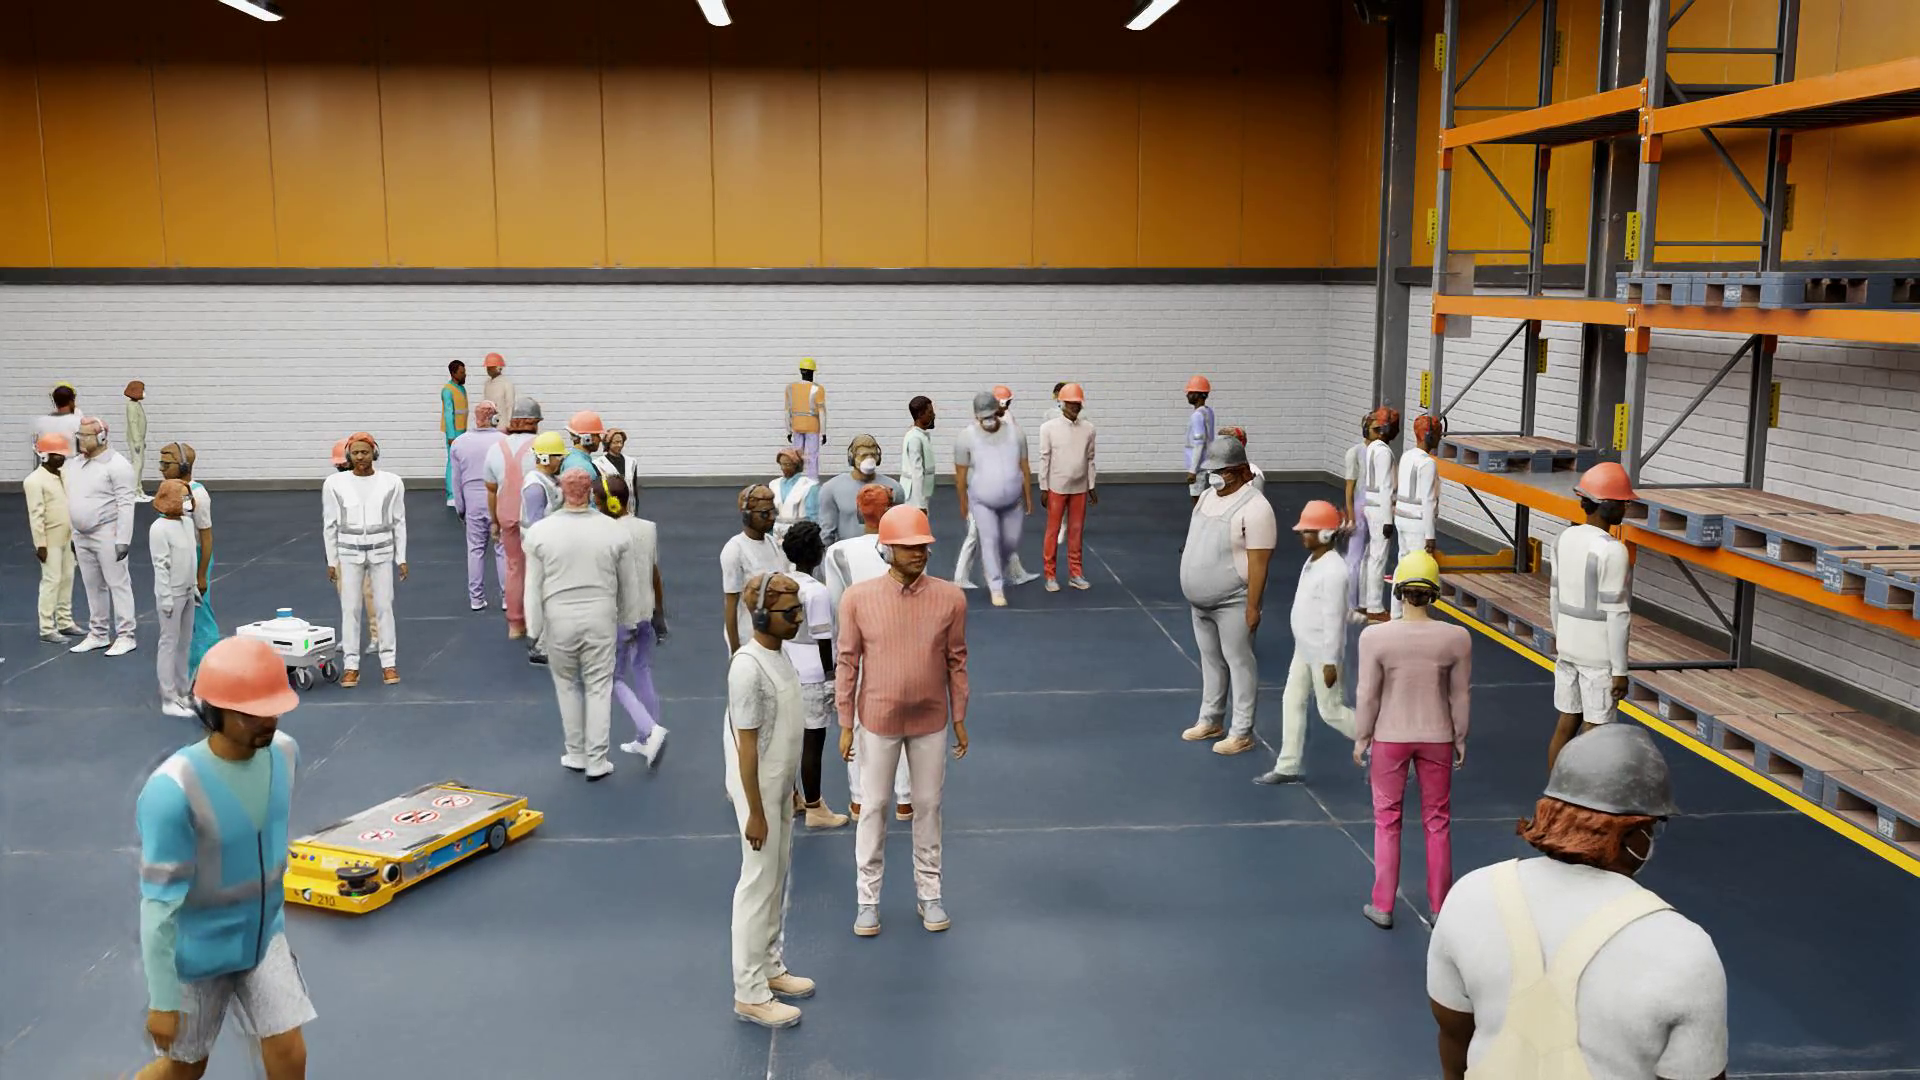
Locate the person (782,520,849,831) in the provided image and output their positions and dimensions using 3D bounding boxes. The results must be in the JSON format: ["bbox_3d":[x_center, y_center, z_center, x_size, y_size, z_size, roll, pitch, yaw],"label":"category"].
[{"bbox_3d":[-0.835,0.735,9.114,0.318,1.700,0.535,-6,11,-34],"label":"person"}]

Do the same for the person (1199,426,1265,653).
[{"bbox_3d":[2.183,0.022,13.131,0.387,1.845,0.565,-5,10,-29],"label":"person"}]

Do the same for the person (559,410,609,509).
[{"bbox_3d":[-2.897,-0.009,12.882,0.406,1.987,0.615,-4,10,-23],"label":"person"}]

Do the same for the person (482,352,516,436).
[{"bbox_3d":[-6.245,-1.538,22.465,0.623,1.990,0.403,8,12,41],"label":"person"}]

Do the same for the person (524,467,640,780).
[{"bbox_3d":[-2.285,0.498,10.013,0.692,1.898,0.490,-3,9,-17],"label":"person"}]

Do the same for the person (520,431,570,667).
[{"bbox_3d":[-3.202,0.066,12.941,0.404,1.824,0.591,0,9,-1],"label":"person"}]

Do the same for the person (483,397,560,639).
[{"bbox_3d":[-3.565,-0.188,13.840,0.699,2.000,0.535,3,10,19],"label":"person"}]

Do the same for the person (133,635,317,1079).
[{"bbox_3d":[-2.389,1.233,5.190,1.028,1.979,0.624,4,10,24],"label":"person"}]

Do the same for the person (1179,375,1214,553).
[{"bbox_3d":[2.586,-0.820,18.119,0.344,1.942,0.549,3,10,19],"label":"person"}]

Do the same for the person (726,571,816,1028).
[{"bbox_3d":[-0.778,1.035,6.771,0.326,1.843,0.515,1,9,8],"label":"person"}]

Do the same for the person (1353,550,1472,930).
[{"bbox_3d":[2.087,0.925,7.711,0.531,1.767,0.328,0,9,3],"label":"person"}]

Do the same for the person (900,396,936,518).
[{"bbox_3d":[-0.387,-0.374,15.383,0.391,1.922,0.587,0,9,-2],"label":"person"}]

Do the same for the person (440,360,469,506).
[{"bbox_3d":[-6.639,-1.411,21.900,0.371,1.916,0.597,0,9,2],"label":"person"}]

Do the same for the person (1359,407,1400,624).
[{"bbox_3d":[3.664,-0.215,14.492,0.344,1.885,0.584,0,9,0],"label":"person"}]

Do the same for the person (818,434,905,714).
[{"bbox_3d":[-0.673,0.230,11.531,0.627,1.940,0.371,-3,10,-19],"label":"person"}]

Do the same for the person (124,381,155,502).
[{"bbox_3d":[-10.974,-1.313,22.209,0.279,1.624,0.494,-3,10,-20],"label":"person"}]

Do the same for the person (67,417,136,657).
[{"bbox_3d":[-6.869,-0.031,13.260,0.642,1.913,0.410,4,10,23],"label":"person"}]

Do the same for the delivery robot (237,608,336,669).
[{"bbox_3d":[-4.986,0.749,12.312,0.707,0.478,0.477,4,10,21],"label":"delivery robot"}]

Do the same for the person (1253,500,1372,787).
[{"bbox_3d":[2.172,0.620,9.759,0.773,1.728,0.570,-1,9,-3],"label":"person"}]

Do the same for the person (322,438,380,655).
[{"bbox_3d":[-4.849,0.053,13.268,0.560,1.743,0.354,3,10,20],"label":"person"}]

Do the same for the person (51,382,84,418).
[{"bbox_3d":[-10.676,-1.018,19.947,0.524,1.761,0.339,6,11,33],"label":"person"}]

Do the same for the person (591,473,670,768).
[{"bbox_3d":[-1.985,0.499,10.183,0.625,1.840,0.566,7,12,38],"label":"person"}]

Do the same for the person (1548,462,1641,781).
[{"bbox_3d":[3.382,0.602,8.872,0.378,2.044,0.608,-2,9,-12],"label":"person"}]

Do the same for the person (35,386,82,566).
[{"bbox_3d":[-9.279,-0.676,17.440,0.601,1.870,0.998,2,9,11],"label":"person"}]

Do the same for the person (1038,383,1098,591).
[{"bbox_3d":[1.040,-0.507,15.978,0.611,1.997,0.374,-4,10,-22],"label":"person"}]

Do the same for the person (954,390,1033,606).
[{"bbox_3d":[0.309,-0.435,15.388,0.725,2.000,0.731,-2,9,-14],"label":"person"}]

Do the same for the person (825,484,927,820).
[{"bbox_3d":[-0.455,0.626,9.224,0.575,1.881,0.362,1,9,5],"label":"person"}]

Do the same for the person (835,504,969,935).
[{"bbox_3d":[-0.258,0.821,7.634,0.623,1.995,0.381,-2,9,-10],"label":"person"}]

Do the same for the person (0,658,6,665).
[{"bbox_3d":[-7.620,0.243,12.453,0.774,1.604,0.550,-1,9,-6],"label":"person"}]

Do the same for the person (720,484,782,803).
[{"bbox_3d":[-1.172,0.594,9.538,0.342,1.845,0.506,4,10,24],"label":"person"}]

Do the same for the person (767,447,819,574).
[{"bbox_3d":[-1.391,0.054,13.621,0.550,1.634,0.388,6,11,35],"label":"person"}]

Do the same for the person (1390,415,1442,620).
[{"bbox_3d":[3.792,-0.096,13.797,0.355,1.876,0.573,-1,9,-6],"label":"person"}]

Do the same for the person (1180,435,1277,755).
[{"bbox_3d":[1.664,0.329,10.595,0.535,2.000,0.680,-5,10,-27],"label":"person"}]

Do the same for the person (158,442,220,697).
[{"bbox_3d":[-5.532,0.219,11.899,0.506,1.846,0.345,6,11,35],"label":"person"}]

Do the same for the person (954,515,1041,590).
[{"bbox_3d":[0.330,-0.304,15.955,0.838,1.594,0.525,2,9,12],"label":"person"}]

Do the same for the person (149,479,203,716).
[{"bbox_3d":[-5.397,0.387,11.500,0.285,1.634,0.499,0,9,1],"label":"person"}]

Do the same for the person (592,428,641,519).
[{"bbox_3d":[-3.148,-0.208,15.221,0.307,1.639,0.525,8,12,40],"label":"person"}]

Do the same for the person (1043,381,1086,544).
[{"bbox_3d":[1.164,-0.872,18.773,0.516,1.843,0.441,3,9,16],"label":"person"}]

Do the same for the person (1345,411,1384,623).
[{"bbox_3d":[3.580,-0.205,14.555,0.504,1.847,0.345,-6,11,-33],"label":"person"}]

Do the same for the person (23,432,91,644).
[{"bbox_3d":[-7.458,-0.025,13.749,0.348,1.742,0.574,0,9,-2],"label":"person"}]

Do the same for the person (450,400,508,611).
[{"bbox_3d":[-4.232,-0.306,15.001,0.651,1.906,0.403,1,9,6],"label":"person"}]

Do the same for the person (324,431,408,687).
[{"bbox_3d":[-4.376,0.141,12.267,0.573,1.883,0.353,-3,10,-19],"label":"person"}]

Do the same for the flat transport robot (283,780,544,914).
[{"bbox_3d":[-2.836,1.539,8.534,0.652,0.197,1.431,4,10,21],"label":"flat transport robot"}]

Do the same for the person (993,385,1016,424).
[{"bbox_3d":[0.492,-0.919,19.326,0.336,1.753,0.564,0,9,1],"label":"person"}]

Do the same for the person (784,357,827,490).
[{"bbox_3d":[-2.061,-1.495,22.407,0.594,1.922,0.385,3,10,20],"label":"person"}]
